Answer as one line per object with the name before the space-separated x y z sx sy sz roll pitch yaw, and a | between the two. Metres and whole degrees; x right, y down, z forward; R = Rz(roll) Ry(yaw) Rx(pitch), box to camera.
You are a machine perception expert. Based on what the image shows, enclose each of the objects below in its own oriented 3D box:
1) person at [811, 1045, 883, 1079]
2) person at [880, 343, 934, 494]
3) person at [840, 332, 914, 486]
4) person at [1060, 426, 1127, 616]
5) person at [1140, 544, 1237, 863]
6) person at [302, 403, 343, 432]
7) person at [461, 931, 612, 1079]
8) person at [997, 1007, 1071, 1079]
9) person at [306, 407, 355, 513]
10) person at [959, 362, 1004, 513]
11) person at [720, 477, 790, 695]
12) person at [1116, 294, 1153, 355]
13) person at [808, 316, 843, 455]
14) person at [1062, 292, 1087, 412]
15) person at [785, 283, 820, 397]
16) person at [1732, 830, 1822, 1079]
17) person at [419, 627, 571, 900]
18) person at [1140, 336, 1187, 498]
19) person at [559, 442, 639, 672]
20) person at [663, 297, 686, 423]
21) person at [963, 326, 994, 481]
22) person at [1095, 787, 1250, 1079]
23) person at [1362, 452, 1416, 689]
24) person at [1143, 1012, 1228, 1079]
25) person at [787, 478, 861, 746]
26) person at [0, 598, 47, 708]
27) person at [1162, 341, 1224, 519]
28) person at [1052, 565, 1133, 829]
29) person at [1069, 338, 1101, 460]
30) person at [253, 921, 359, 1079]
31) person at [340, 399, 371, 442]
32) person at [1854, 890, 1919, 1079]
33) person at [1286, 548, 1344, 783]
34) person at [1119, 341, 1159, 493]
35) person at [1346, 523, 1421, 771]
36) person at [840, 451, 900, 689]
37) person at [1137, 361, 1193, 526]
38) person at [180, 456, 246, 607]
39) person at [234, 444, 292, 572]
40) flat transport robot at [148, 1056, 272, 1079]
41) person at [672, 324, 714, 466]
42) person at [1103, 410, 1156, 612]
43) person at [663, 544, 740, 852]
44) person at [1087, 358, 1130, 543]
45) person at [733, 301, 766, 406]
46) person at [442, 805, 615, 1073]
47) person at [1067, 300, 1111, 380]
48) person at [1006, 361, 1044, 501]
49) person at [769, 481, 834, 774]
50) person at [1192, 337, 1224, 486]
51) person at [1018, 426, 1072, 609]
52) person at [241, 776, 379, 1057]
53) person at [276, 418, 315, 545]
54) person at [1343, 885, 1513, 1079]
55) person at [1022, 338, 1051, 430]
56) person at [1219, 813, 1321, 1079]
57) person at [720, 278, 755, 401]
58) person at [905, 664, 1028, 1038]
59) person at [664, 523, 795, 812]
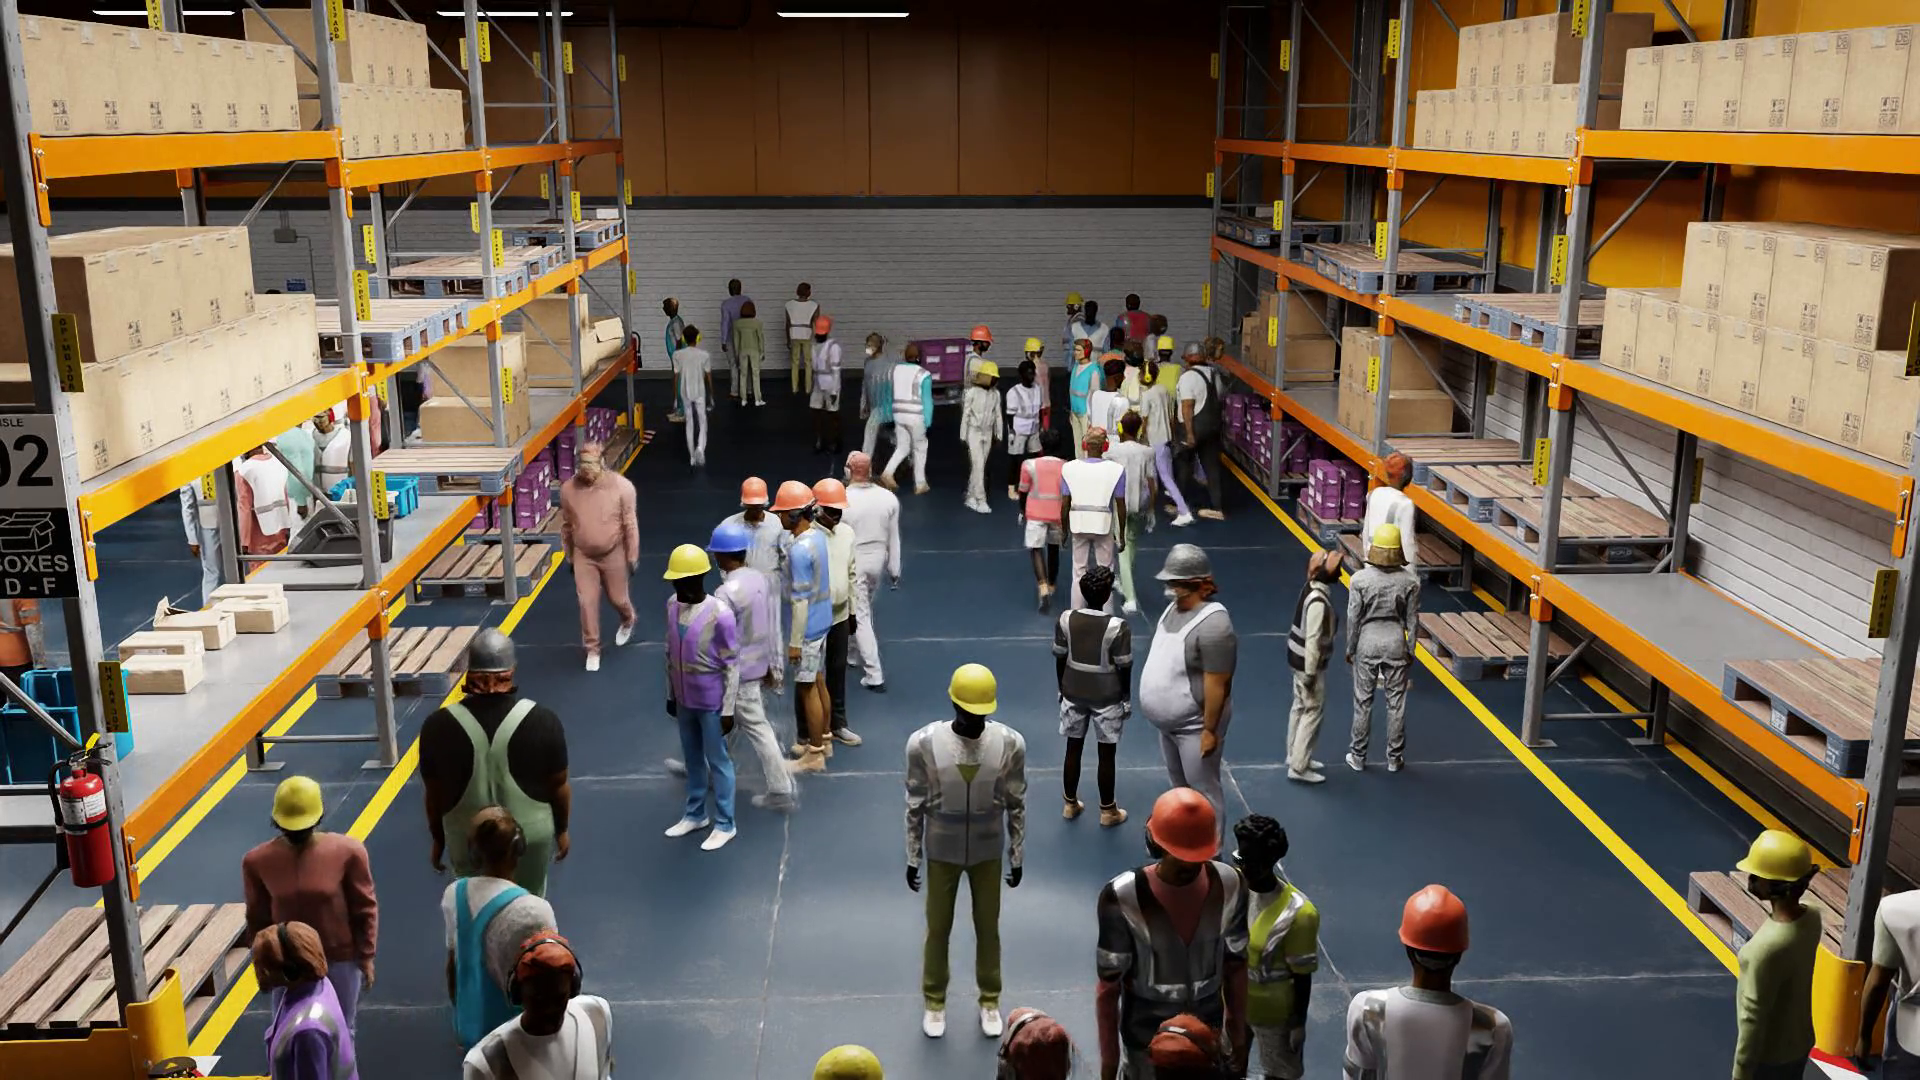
person | -0.354 2.347 5.122 0.320 1.737 0.484 2 14 8
person | -0.633 -1.420 19.741 0.650 1.819 0.648 9 17 31
person | -0.981 -1.629 20.465 1.078 1.877 0.656 -8 16 -28
person | 1.146 -0.059 14.344 0.570 1.840 0.373 3 15 12
person | 1.320 0.999 9.796 0.537 2.000 0.686 -4 15 -16
person | -6.868 -0.950 17.714 0.605 1.909 0.397 -5 15 -18
person | -1.352 2.168 5.520 0.346 1.882 0.578 11 18 37
person | 0.244 2.333 4.909 0.661 1.879 0.618 -5 15 -18
person | -5.962 -0.430 15.831 0.562 1.833 0.374 1 14 6
person | 0.299 -1.168 18.949 0.507 1.701 0.784 -10 17 -34
person | -1.577 0.359 12.903 0.566 1.744 0.350 -1 14 -3
person | 2.589 -2.790 25.089 0.638 1.836 0.430 -7 16 -26
person | -1.764 -2.034 21.991 0.559 1.888 0.650 10 17 35
person | 1.761 -2.875 25.438 0.403 1.824 0.594 -1 14 -3
person | -2.527 -3.217 26.771 0.591 1.828 0.408 2 14 9
person | 3.157 1.975 6.540 0.531 1.760 0.338 -13 19 -41
person | -2.269 1.396 8.237 0.697 2.000 0.560 -3 15 -12
person | 2.419 -1.487 19.882 0.639 1.872 0.962 -2 14 -7
person | -2.940 0.089 13.671 0.663 1.890 0.690 0 14 0
person | -4.196 -2.656 24.546 0.345 1.841 0.506 -3 15 -11
person | 0.229 -1.685 20.558 0.387 1.931 0.544 -1 14 -3
person | 0.818 1.886 6.341 0.611 2.032 0.411 -4 15 -14
person | 3.376 0.239 13.096 0.337 1.882 0.593 -5 15 -18
person | 0.719 2.261 5.230 0.621 1.854 0.479 -3 15 -10
person | -0.941 0.534 11.740 0.618 1.986 0.408 -14 20 -43
person | -6.319 0.750 11.031 0.581 1.919 0.394 2 14 8
person | 2.674 -1.271 18.707 0.715 2.000 0.831 -12 18 -38
person | 0.846 0.987 10.531 0.540 1.695 0.317 8 16 28
person | 1.502 -1.513 20.044 0.389 1.847 0.566 -6 16 -24
person | -2.357 2.148 6.103 0.322 1.630 0.527 -6 15 -22
person | -6.845 -1.203 18.755 0.337 1.882 0.583 2 14 9
person | 3.787 1.958 6.440 0.561 1.837 0.388 4 15 14
person | 2.383 0.837 11.256 0.330 1.626 0.543 2 14 6
person | 2.157 -1.495 20.075 0.448 1.809 0.711 -12 18 -39
person | 2.890 0.738 11.420 0.489 1.742 0.298 2 14 6
person | -0.813 0.216 13.249 0.659 1.860 0.980 -9 17 -31
person | 2.197 -1.075 18.414 1.002 1.811 0.528 8 16 29
person | -6.412 -0.091 14.357 0.404 1.906 0.598 9 17 31
person | -5.940 -0.066 14.253 0.401 1.907 0.597 3 15 13
flat transport robot | -3.315 2.624 6.947 0.652 0.197 1.431 0 14 -2
person | -3.428 -1.833 21.306 0.515 1.854 0.636 -1 14 -5
person | 1.533 -0.273 15.262 0.530 1.822 0.971 -3 15 -12
person | -1.606 0.956 10.193 0.594 1.924 0.382 12 18 38
person | 1.581 -0.951 17.629 0.385 1.957 0.602 -11 18 -36
person | -3.277 -2.898 25.936 0.507 1.638 0.313 3 15 13
person | -1.704 1.953 6.503 0.724 1.817 0.464 9 17 30
person | 1.841 -2.483 23.747 0.601 1.901 0.720 2 14 7
person | 0.749 -1.283 19.499 0.549 1.669 0.409 -10 18 -35
person | -1.087 0.595 11.417 0.417 2.031 0.609 1 14 5
person | 3.022 -1.564 20.279 0.339 1.833 0.522 0 14 -2
person | 0.811 -0.215 15.305 0.536 1.668 0.754 -2 14 -8
person | -2.781 1.819 7.196 0.553 1.751 0.459 -3 15 -11
person | -6.150 -0.407 15.520 0.379 1.940 0.629 -5 15 -17
person | 1.577 2.101 5.704 0.543 1.929 0.386 5 15 20
person | 0.943 -1.644 20.757 0.376 1.756 0.537 10 17 33
person | 1.229 1.919 6.887 0.320 1.691 0.536 -13 19 -42
person | -3.526 -3.184 26.436 0.627 1.933 0.368 -13 19 -42
person | 0.032 1.503 8.072 0.596 1.915 0.398 -1 14 -5
person | -1.514 0.819 10.791 0.997 1.889 0.601 3 15 13
